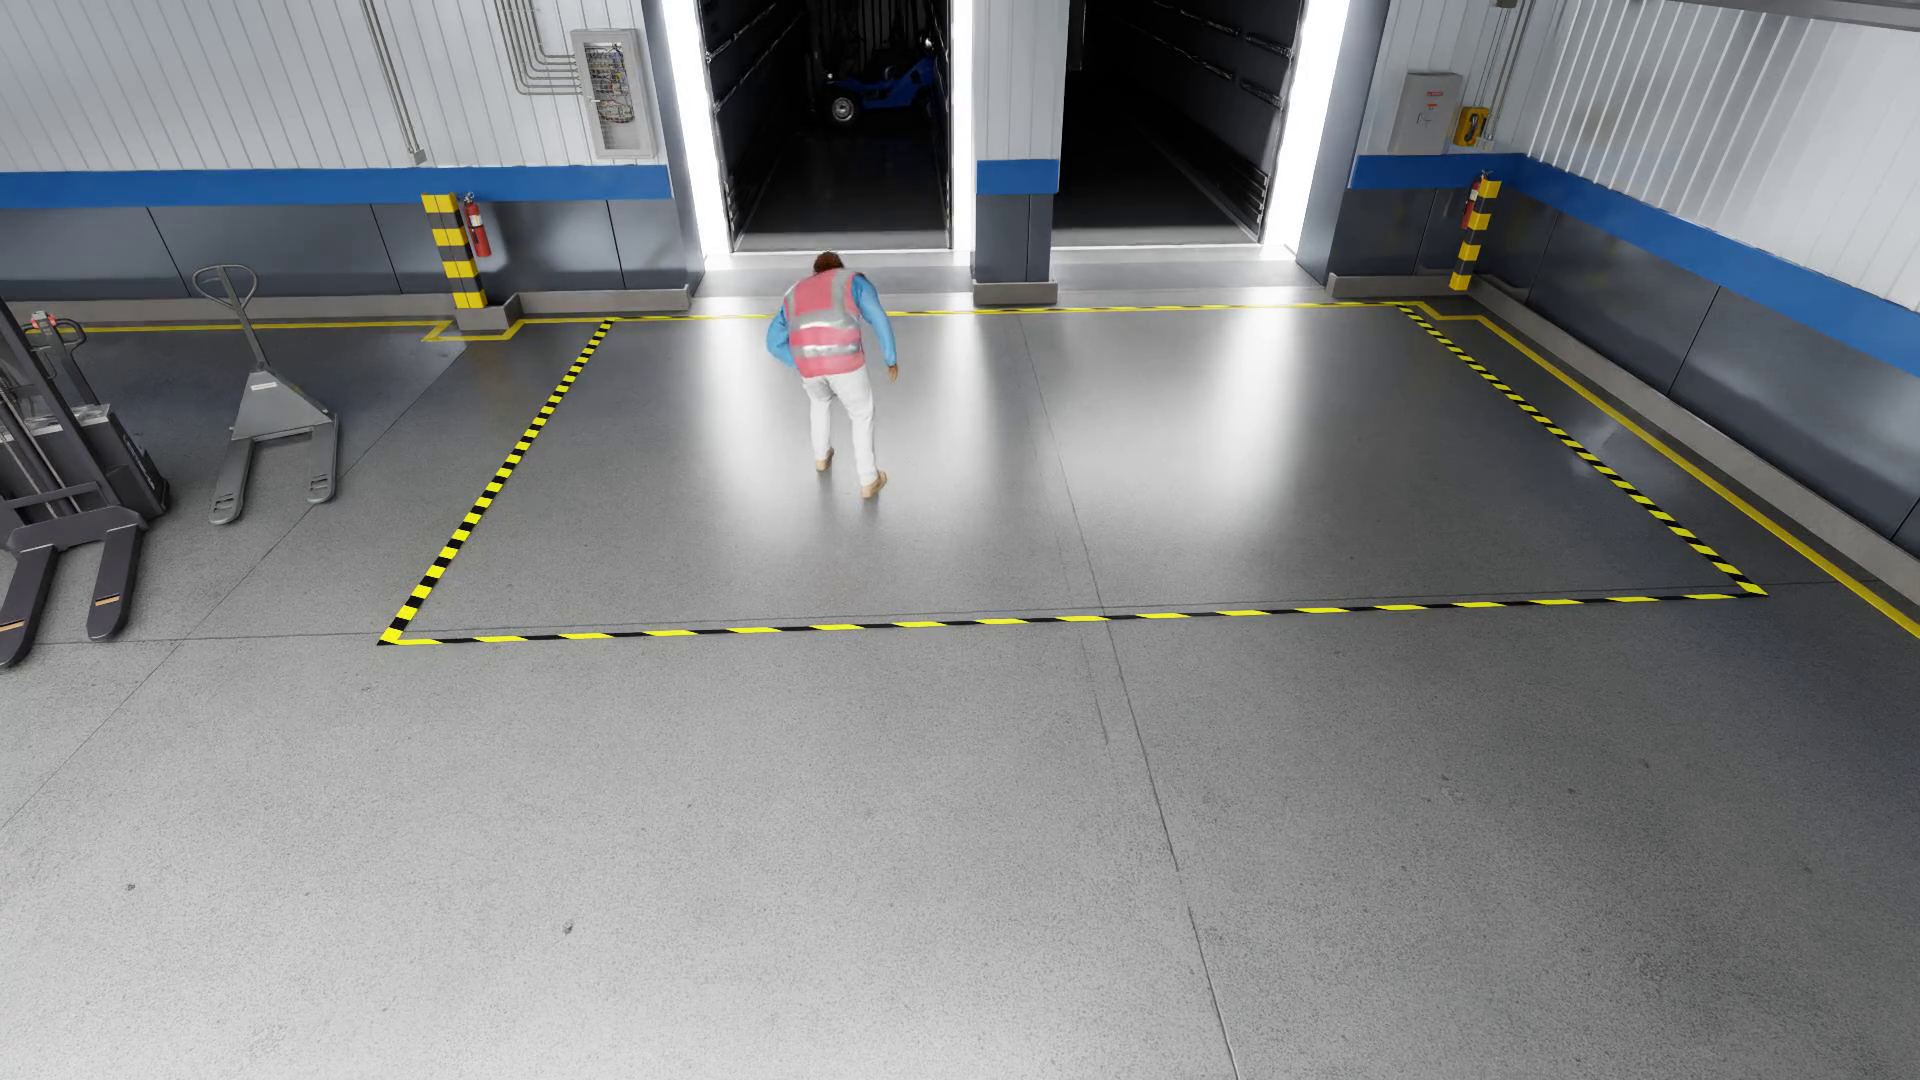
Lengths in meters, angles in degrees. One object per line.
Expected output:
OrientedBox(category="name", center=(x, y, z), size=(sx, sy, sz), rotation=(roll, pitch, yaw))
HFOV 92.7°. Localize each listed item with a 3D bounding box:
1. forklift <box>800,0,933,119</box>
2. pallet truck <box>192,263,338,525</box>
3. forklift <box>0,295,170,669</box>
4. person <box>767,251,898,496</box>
OrientedBox(category="forklift", center=(-1.493, -8.597, 16.031), size=(2.680, 2.036, 1.157), rotation=(-12, 37, -17))
OrientedBox(category="pallet truck", center=(-4.778, -1.027, 6.128), size=(0.680, 1.201, 1.601), rotation=(-17, 38, -23))
OrientedBox(category="forklift", center=(-5.212, -0.618, 4.878), size=(0.823, 1.965, 1.885), rotation=(-20, 39, -26))
OrientedBox(category="person", center=(-0.806, -1.124, 6.151), size=(0.880, 1.401, 0.870), rotation=(9, 36, 13))
